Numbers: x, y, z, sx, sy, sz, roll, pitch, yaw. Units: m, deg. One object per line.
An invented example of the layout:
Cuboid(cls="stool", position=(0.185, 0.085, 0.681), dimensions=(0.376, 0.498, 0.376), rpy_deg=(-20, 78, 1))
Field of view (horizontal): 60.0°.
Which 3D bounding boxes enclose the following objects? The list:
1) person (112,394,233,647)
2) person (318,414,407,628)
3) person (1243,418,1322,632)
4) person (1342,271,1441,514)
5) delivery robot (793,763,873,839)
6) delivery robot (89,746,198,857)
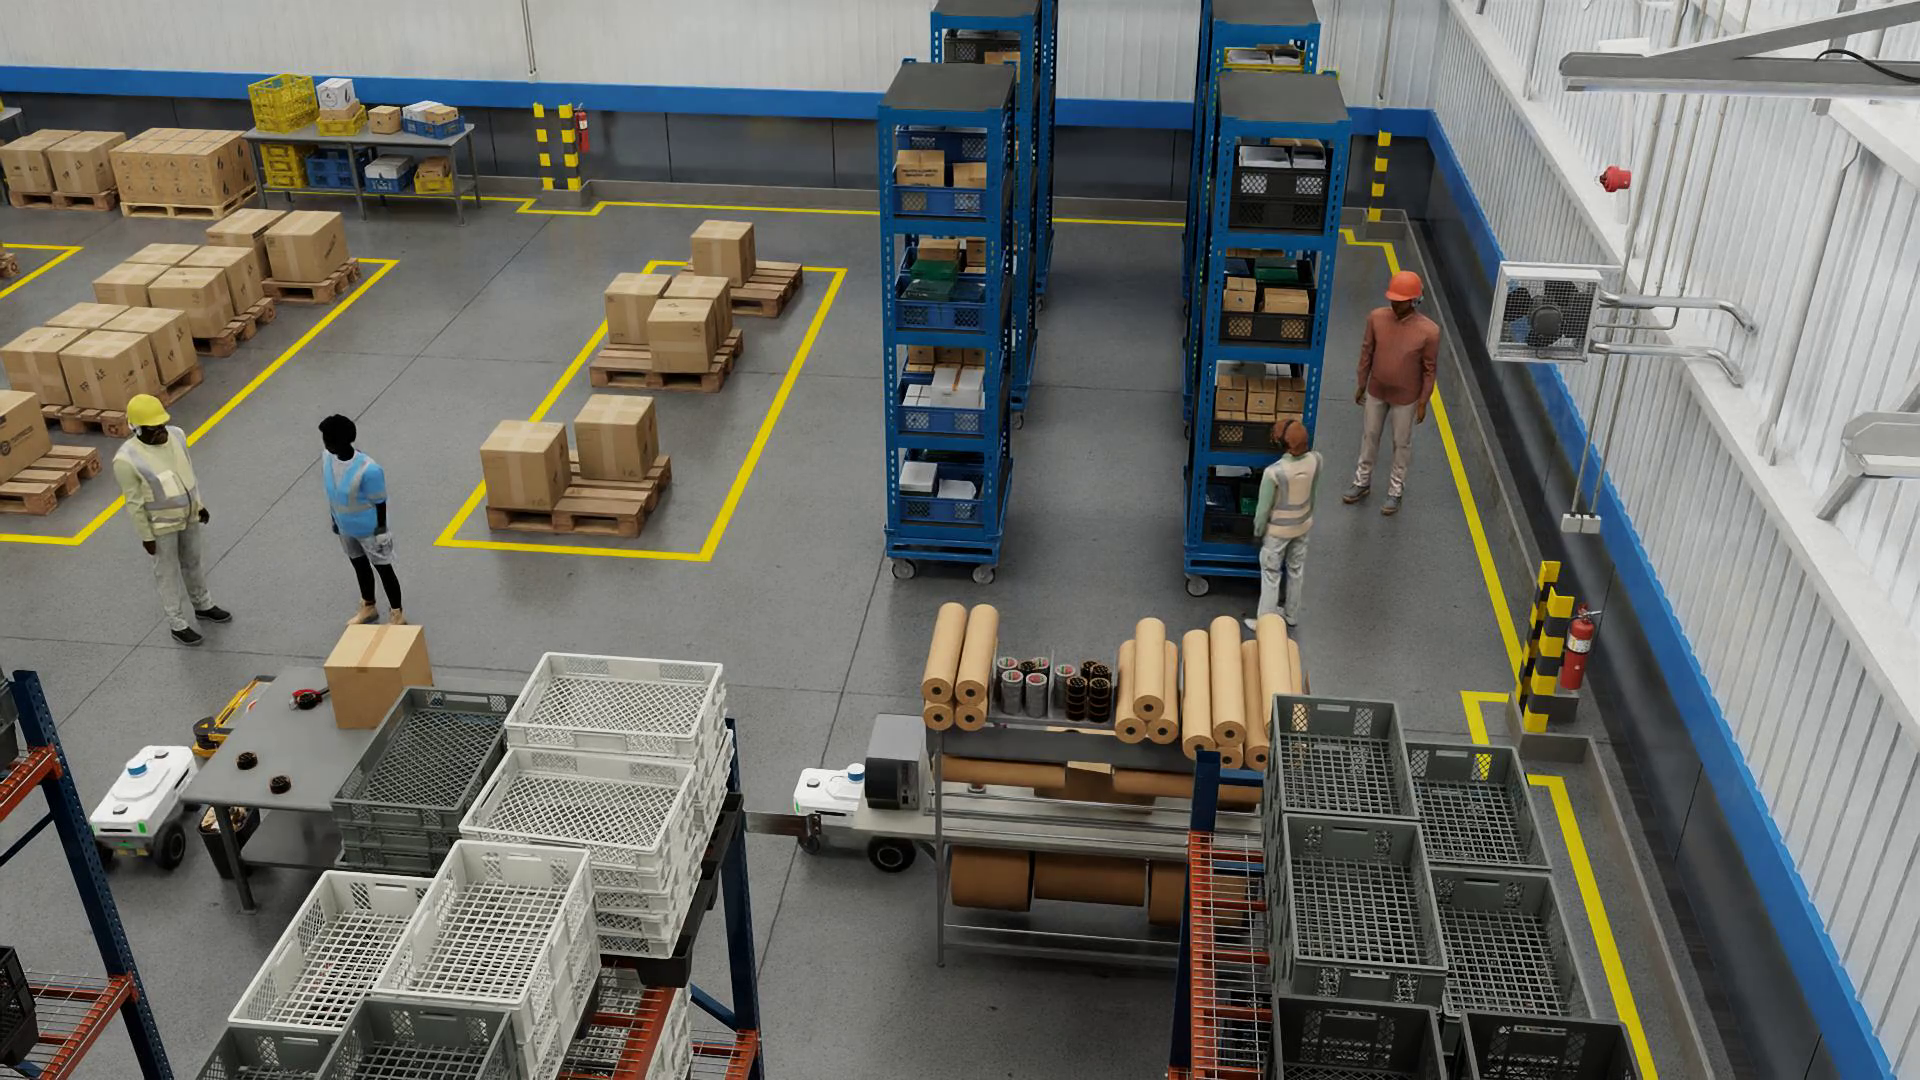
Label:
Cuboid(cls="person", position=(-5.391, -0.164, 11.385), dimensions=(0.404, 1.834, 0.591), rpy_deg=(10, 32, 17))
Cuboid(cls="person", position=(-4.117, -0.100, 11.412), dimensions=(0.529, 1.694, 0.321), rpy_deg=(15, 34, 24))
Cuboid(cls="person", position=(2.221, -0.084, 11.446), dimensions=(0.517, 1.631, 0.335), rpy_deg=(-17, 34, -26))
Cuboid(cls="person", position=(3.359, -1.148, 12.918), dimensions=(0.613, 1.994, 0.395), rpy_deg=(22, 37, 33))
Cuboid(cls="delivery robot", position=(-0.599, 1.519, 9.667), dimensions=(0.707, 0.478, 0.477), rpy_deg=(4, 31, 7))
Cuboid(cls="delivery robot", position=(-4.756, 1.491, 9.715), dimensions=(0.477, 0.478, 0.707), rpy_deg=(1, 30, 2))
